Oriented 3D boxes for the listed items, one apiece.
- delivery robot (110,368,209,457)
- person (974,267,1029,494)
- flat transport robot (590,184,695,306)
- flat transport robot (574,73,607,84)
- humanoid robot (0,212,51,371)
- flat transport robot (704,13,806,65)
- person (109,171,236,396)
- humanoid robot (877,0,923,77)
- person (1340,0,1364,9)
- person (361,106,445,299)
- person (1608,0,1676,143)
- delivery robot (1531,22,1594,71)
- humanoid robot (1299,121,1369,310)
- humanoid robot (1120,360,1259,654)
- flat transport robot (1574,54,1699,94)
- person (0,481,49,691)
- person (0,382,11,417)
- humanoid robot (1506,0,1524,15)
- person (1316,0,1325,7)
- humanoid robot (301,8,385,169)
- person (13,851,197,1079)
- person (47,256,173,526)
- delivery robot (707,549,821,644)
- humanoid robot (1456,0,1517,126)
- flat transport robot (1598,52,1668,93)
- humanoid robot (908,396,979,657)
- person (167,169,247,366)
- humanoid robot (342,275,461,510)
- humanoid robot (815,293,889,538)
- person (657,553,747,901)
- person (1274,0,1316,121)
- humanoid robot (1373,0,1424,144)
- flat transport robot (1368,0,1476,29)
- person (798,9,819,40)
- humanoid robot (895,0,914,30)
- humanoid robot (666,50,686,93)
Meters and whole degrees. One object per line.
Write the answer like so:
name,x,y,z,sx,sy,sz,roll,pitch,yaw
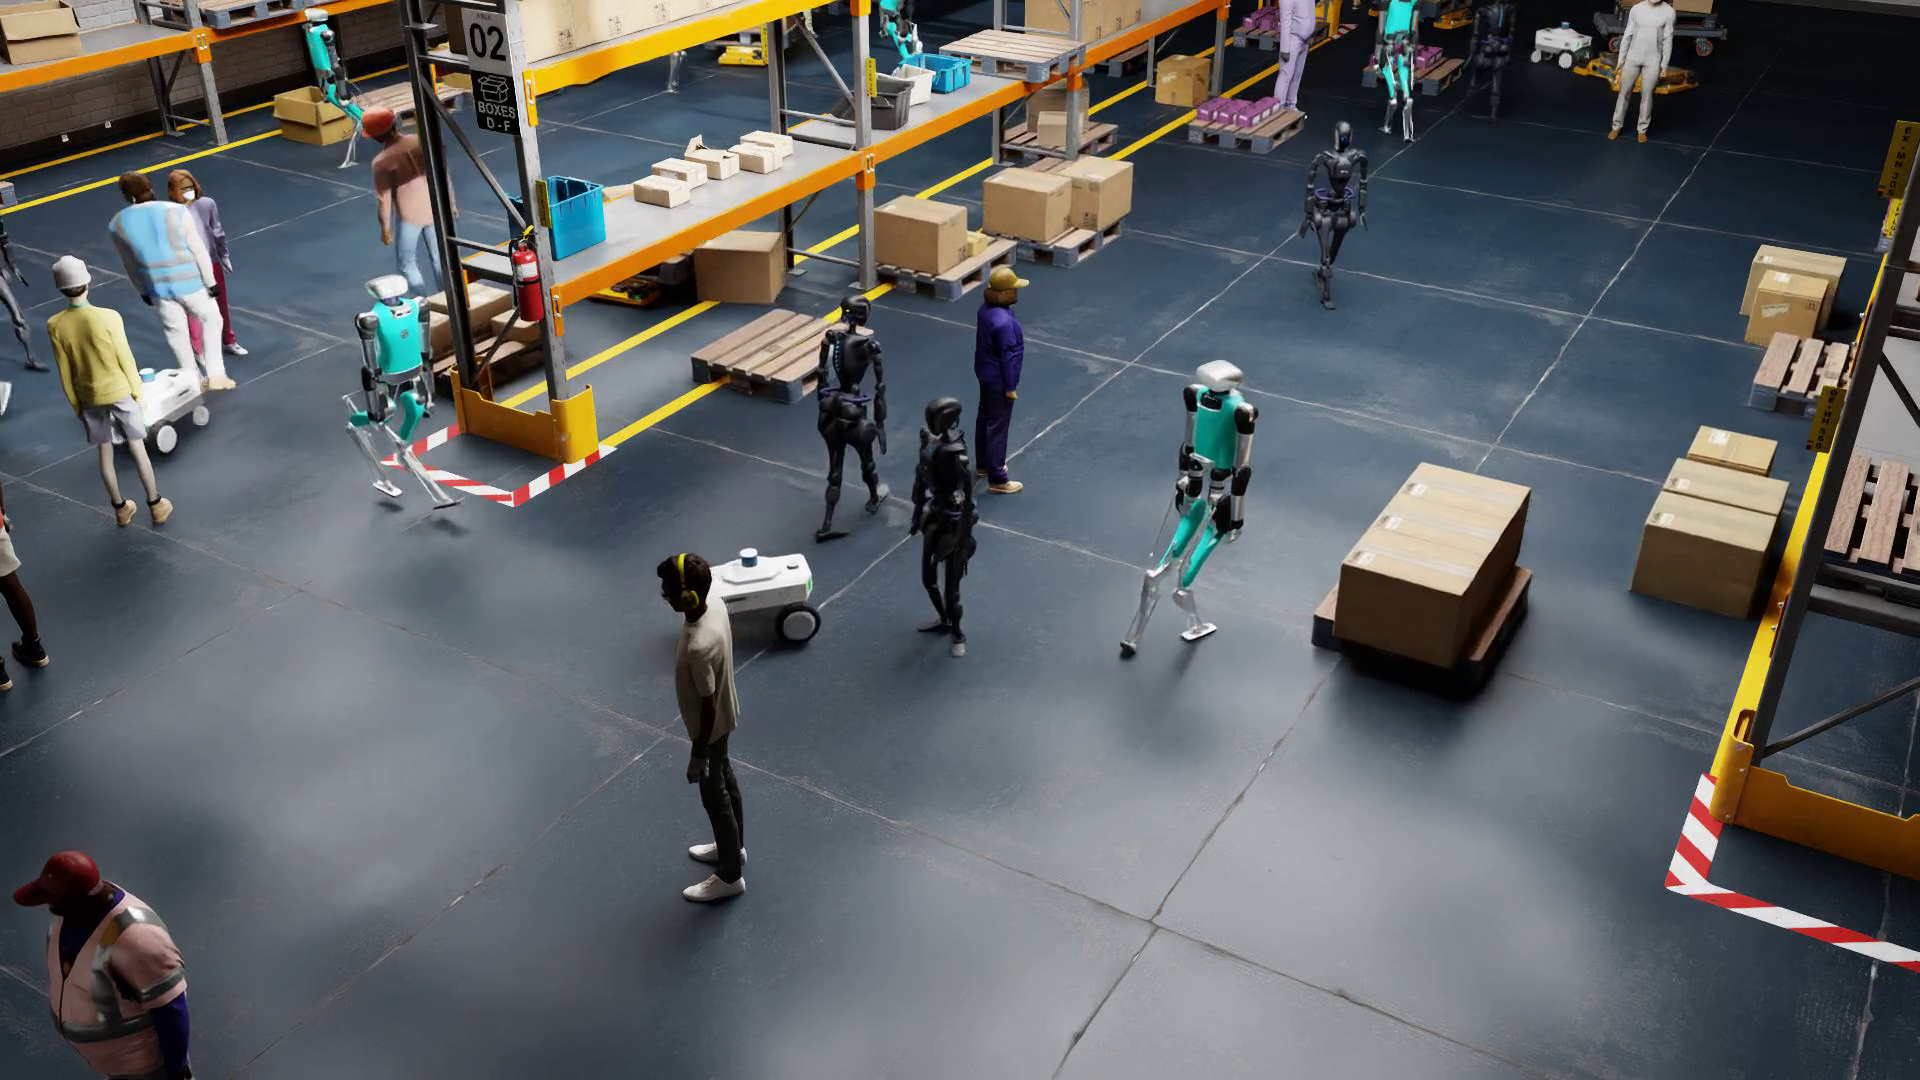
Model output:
delivery robot,-5.997,-0.988,12.379,0.499,0.575,0.757,8,30,13
person,0.289,-1.121,11.544,0.350,1.622,0.466,-9,31,-15
flat transport robot,-2.811,-2.519,15.398,0.659,0.231,1.431,13,32,22
flat transport robot,-5.416,-6.216,21.938,1.431,0.231,0.659,8,30,14
humanoid robot,-7.768,-2.107,13.243,0.619,1.641,0.604,15,33,25
flat transport robot,-2.827,-6.838,23.038,0.659,0.231,1.431,5,30,8
person,-6.069,-1.944,12.820,0.661,1.823,0.431,-4,30,-6
humanoid robot,-0.731,-6.443,20.855,1.046,1.735,0.562,-20,35,-31
person,6.031,-9.029,25.414,0.562,1.742,0.336,15,33,24
person,-4.597,-2.751,14.119,0.381,1.945,0.737,20,35,31
person,7.831,-5.508,19.049,0.560,1.888,0.398,14,32,23
delivery robot,8.141,-6.682,22.464,0.499,0.587,0.791,-21,36,-33
humanoid robot,3.314,-2.922,14.748,0.616,1.636,0.786,-4,30,-8
humanoid robot,1.257,-0.090,9.695,0.839,1.853,0.559,-19,35,-30
flat transport robot,8.825,-6.086,21.708,0.659,0.231,1.431,-19,34,-30
person,-5.600,-0.055,9.321,0.370,1.960,0.601,13,32,22
person,-7.594,-1.587,12.278,0.750,1.722,0.795,-22,36,-34
humanoid robot,8.392,-8.787,25.050,0.384,1.640,0.593,1,30,2
person,5.554,-9.160,25.554,0.430,1.839,0.618,-26,39,-38
humanoid robot,-6.633,-4.968,18.283,0.549,1.803,0.911,25,38,36
person,-3.085,1.844,6.174,0.612,1.750,0.419,17,34,28
person,-5.656,-0.955,11.000,0.480,1.887,0.403,-6,30,-11
delivery robot,-1.264,0.330,10.056,0.758,0.583,0.499,-9,31,-15
humanoid robot,6.302,-5.813,19.816,0.602,1.629,0.739,-6,30,-10
flat transport robot,8.782,-6.114,21.758,0.659,0.231,1.431,5,30,8
humanoid robot,-0.092,-0.084,9.671,0.324,1.646,0.596,-18,34,-29
person,-6.151,-2.213,13.478,0.278,1.625,0.494,21,35,32
humanoid robot,-3.846,-0.981,11.194,1.022,1.736,0.547,21,36,32
humanoid robot,-0.726,-0.829,11.022,0.614,1.623,0.738,21,35,32
person,-1.199,0.878,7.773,0.328,1.861,0.514,0,29,0
person,3.996,-5.903,19.737,0.404,1.900,0.634,19,35,30
humanoid robot,5.102,-5.430,19.161,0.547,1.890,0.779,-6,30,-11
flat transport robot,6.910,-7.882,24.884,0.659,0.231,1.431,-26,39,-38
person,-2.258,-8.021,23.620,0.561,1.751,0.324,-20,35,-31
humanoid robot,-0.813,-8.370,24.348,0.586,1.625,0.769,-4,30,-7
humanoid robot,-3.700,-6.584,21.109,0.796,1.790,0.530,15,33,24
